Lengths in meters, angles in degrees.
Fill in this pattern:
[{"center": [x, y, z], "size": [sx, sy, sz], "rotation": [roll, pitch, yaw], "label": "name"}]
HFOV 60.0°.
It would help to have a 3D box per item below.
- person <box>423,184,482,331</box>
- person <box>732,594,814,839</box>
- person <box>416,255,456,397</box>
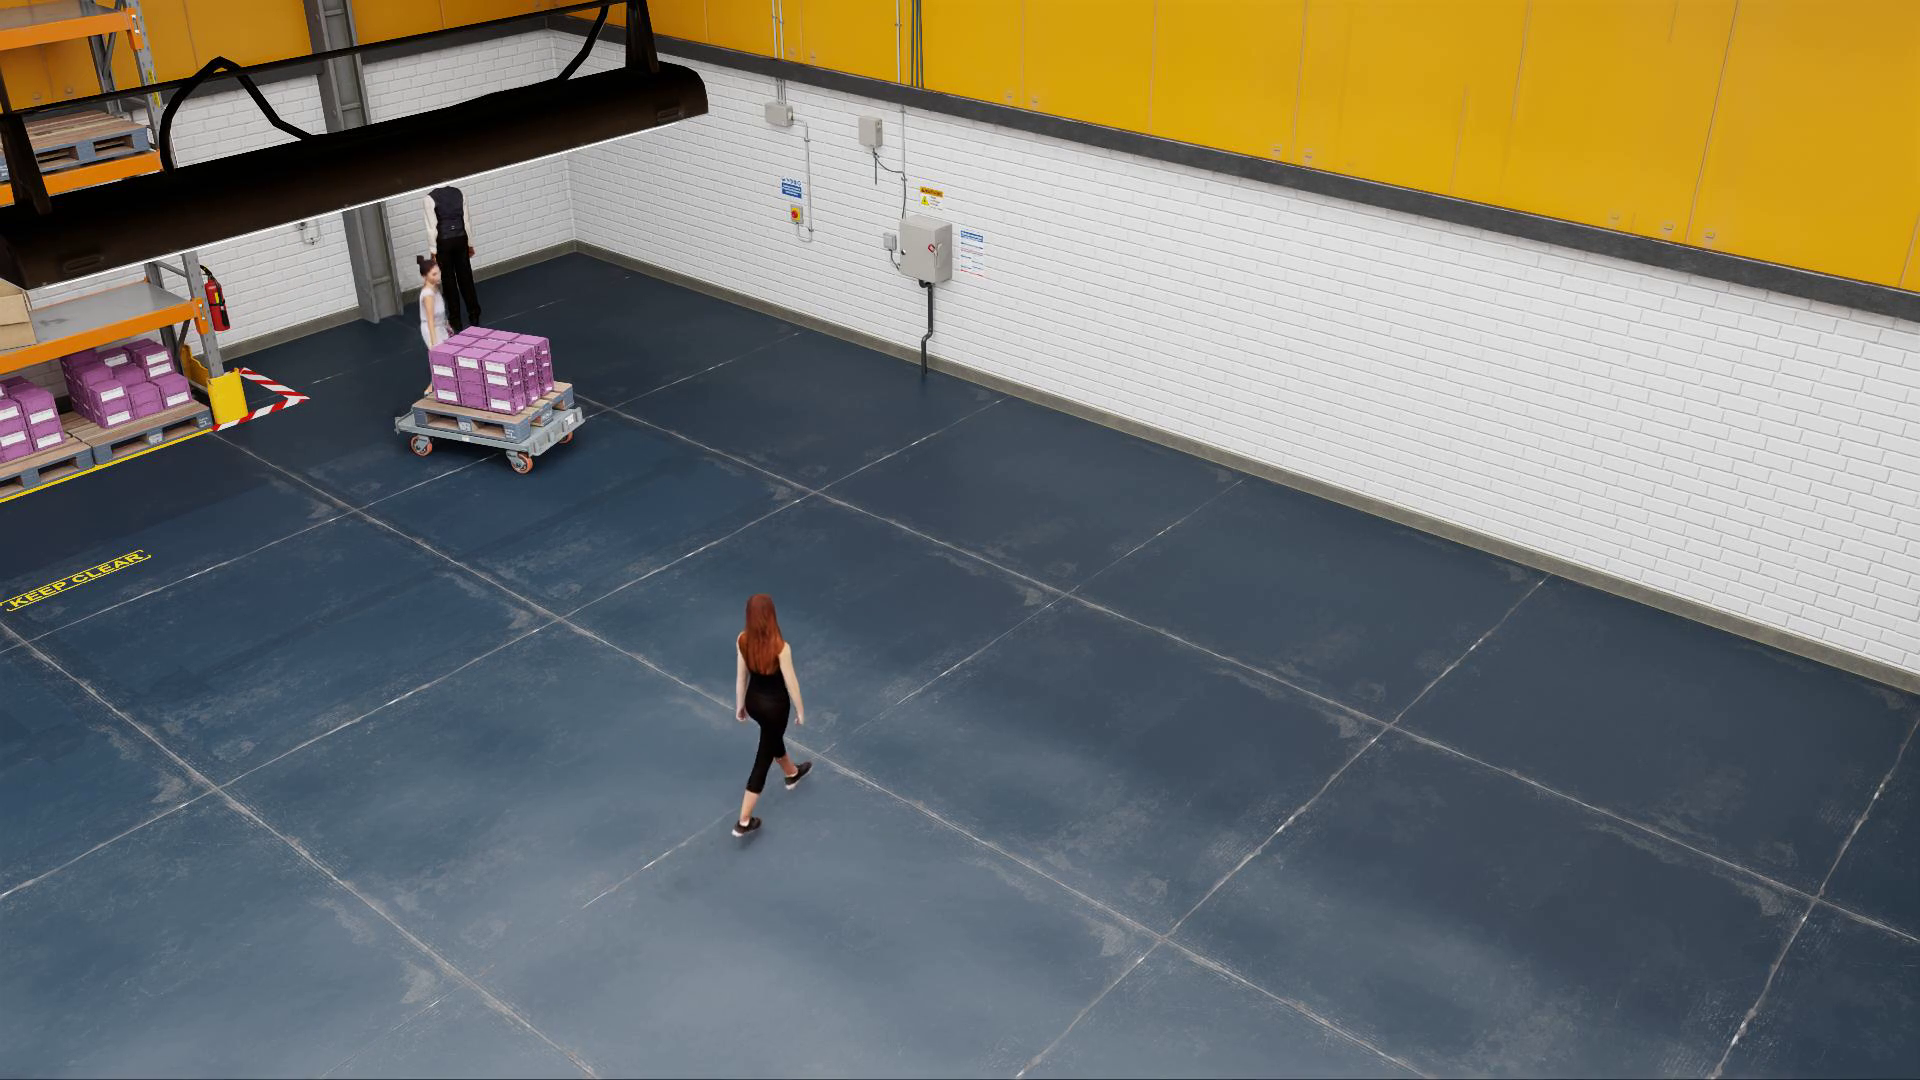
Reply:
[{"center": [-5.834, -3.371, 19.058], "size": [0.583, 1.917, 0.800], "rotation": [-21, 35, -33], "label": "person"}, {"center": [-1.321, 1.175, 10.967], "size": [0.702, 1.683, 1.191], "rotation": [16, 32, 27], "label": "person"}, {"center": [-5.465, -2.125, 17.076], "size": [0.774, 1.626, 0.729], "rotation": [-10, 30, -18], "label": "person"}]
